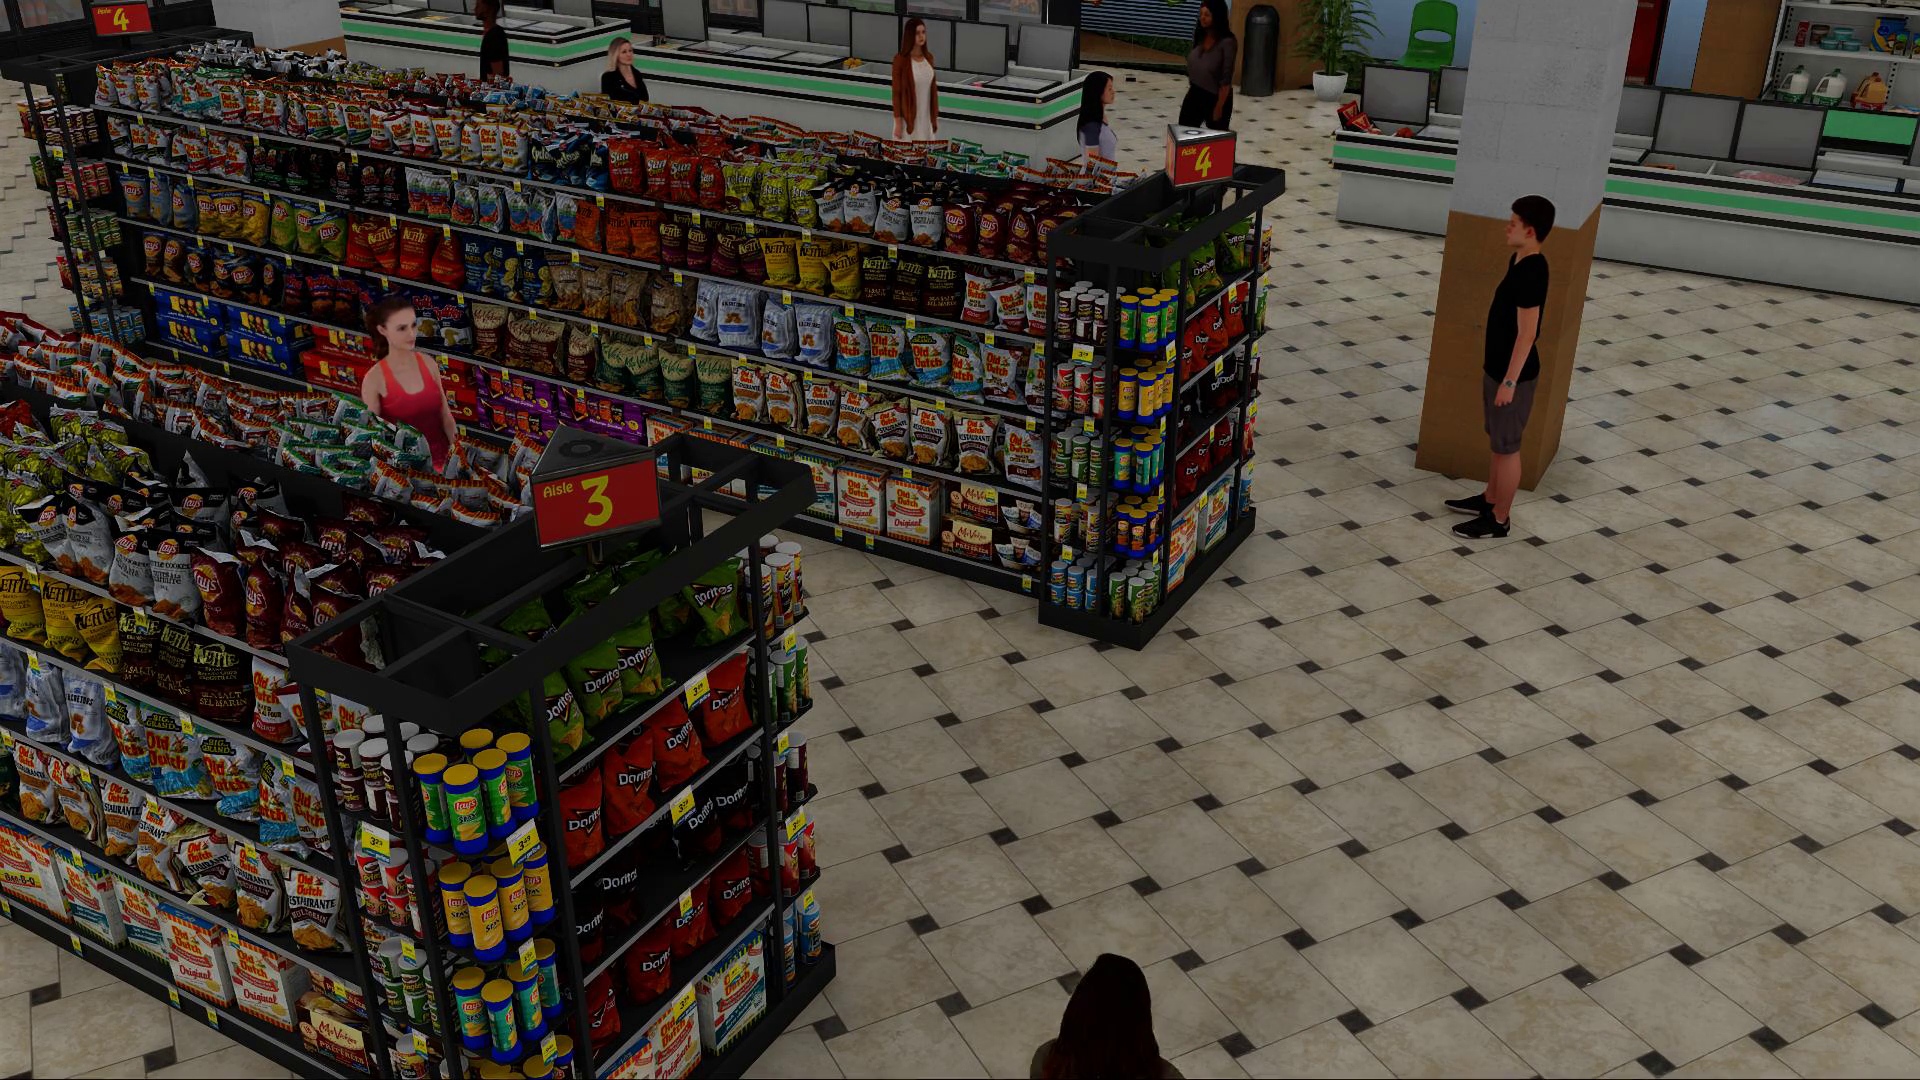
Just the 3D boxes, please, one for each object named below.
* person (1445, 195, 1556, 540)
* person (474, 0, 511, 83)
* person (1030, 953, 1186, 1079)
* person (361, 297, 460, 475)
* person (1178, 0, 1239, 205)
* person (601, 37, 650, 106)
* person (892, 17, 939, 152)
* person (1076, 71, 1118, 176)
[{"bbox_3d":[2.921,-0.906,8.792,0.704,1.861,0.746,5,27,11],"label":"person"},{"bbox_3d":[-4.100,-3.941,14.838,0.746,1.805,0.716,-4,27,-8],"label":"person"},{"bbox_3d":[0.337,1.687,4.122,0.830,1.459,0.785,7,28,14],"label":"person"},{"bbox_3d":[-2.550,-0.310,7.762,1.028,1.730,0.666,20,33,34],"label":"person"},{"bbox_3d":[2.262,-3.825,14.600,0.896,1.815,0.961,-23,35,-38],"label":"person"},{"bbox_3d":[-2.718,-3.243,13.595,0.548,1.685,0.614,17,32,30],"label":"person"},{"bbox_3d":[-0.397,-3.607,14.274,0.691,1.721,0.663,-23,35,-37],"label":"person"},{"bbox_3d":[1.002,-2.610,12.323,0.654,1.706,0.666,4,27,7],"label":"person"}]
